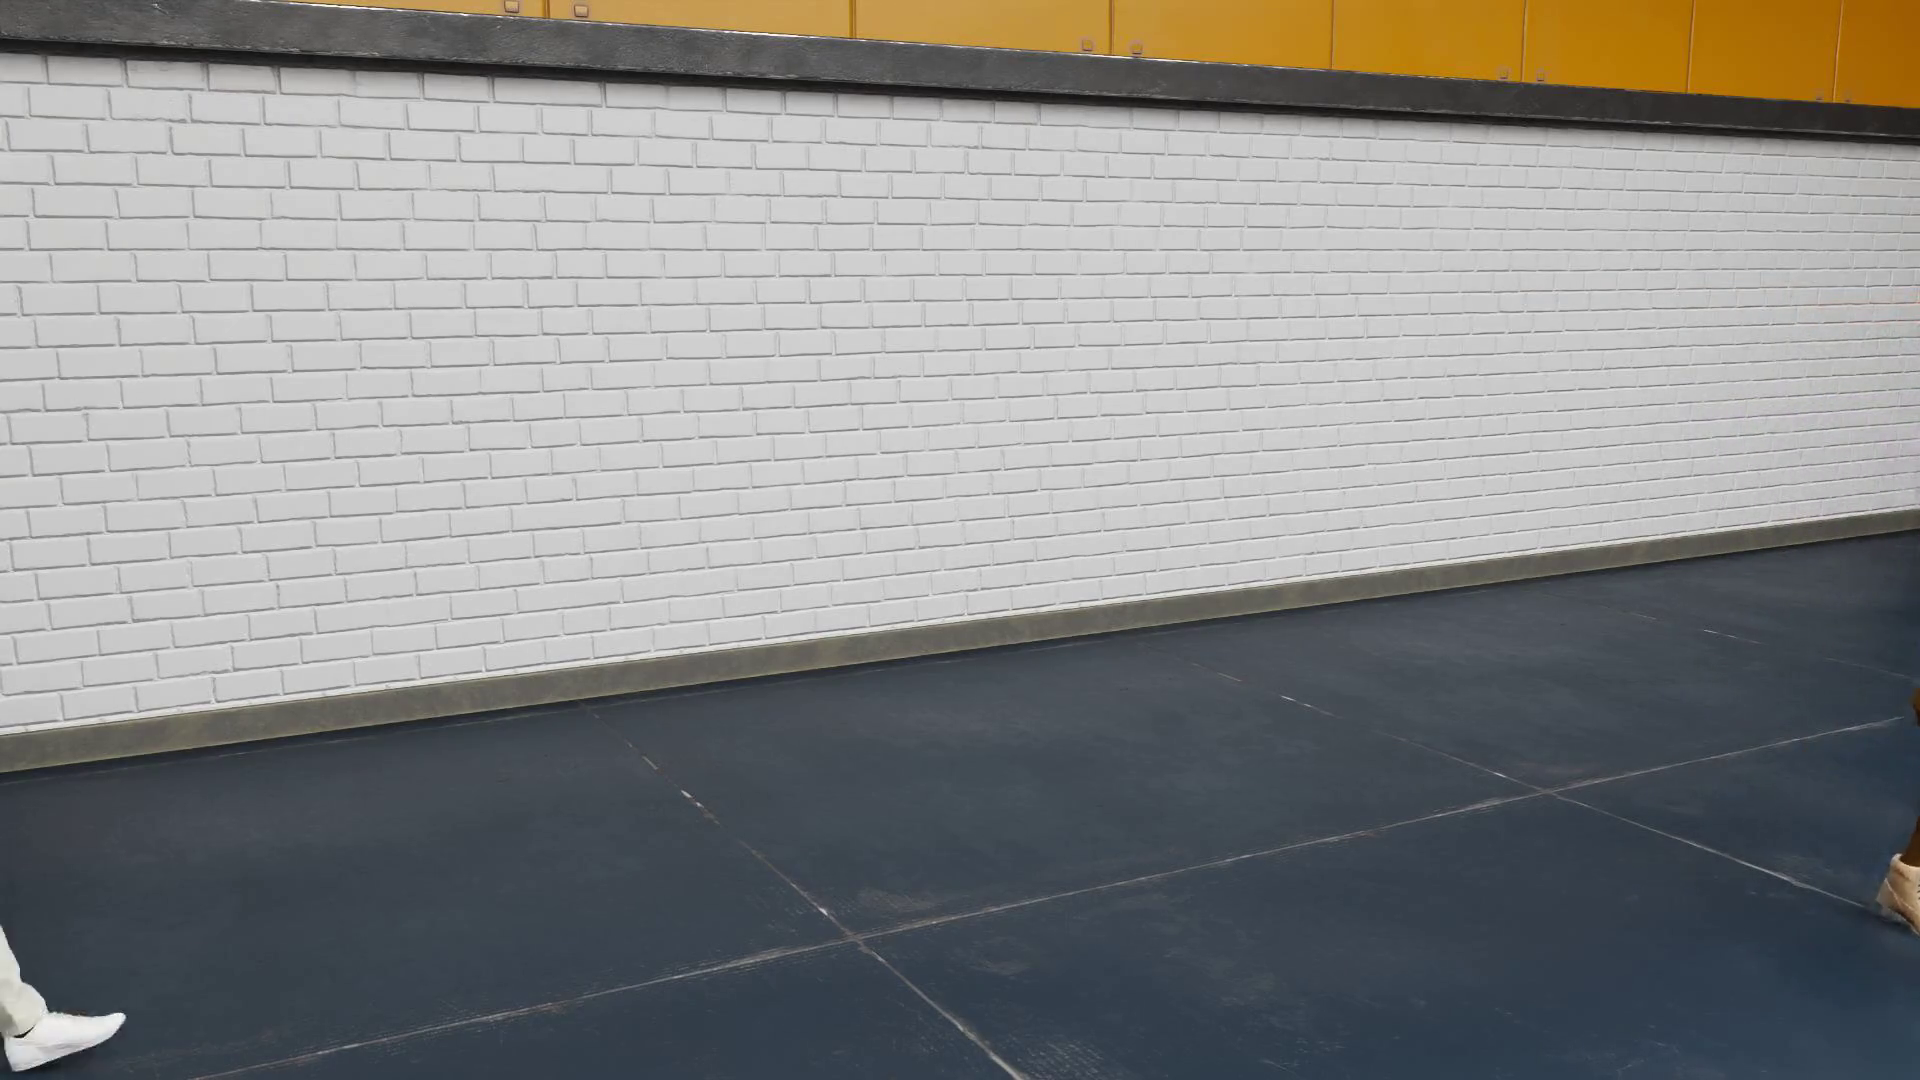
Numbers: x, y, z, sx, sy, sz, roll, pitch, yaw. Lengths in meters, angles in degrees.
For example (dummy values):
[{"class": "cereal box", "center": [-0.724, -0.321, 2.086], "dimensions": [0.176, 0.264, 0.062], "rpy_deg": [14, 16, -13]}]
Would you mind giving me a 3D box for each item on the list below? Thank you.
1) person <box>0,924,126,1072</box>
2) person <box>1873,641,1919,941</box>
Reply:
[{"class": "person", "center": [-2.614, 0.510, 4.097], "dimensions": [0.946, 1.826, 0.543], "rpy_deg": [0, 10, -3]}, {"class": "person", "center": [3.056, 0.338, 4.716], "dimensions": [0.612, 1.979, 1.102], "rpy_deg": [-3, 10, -17]}]
